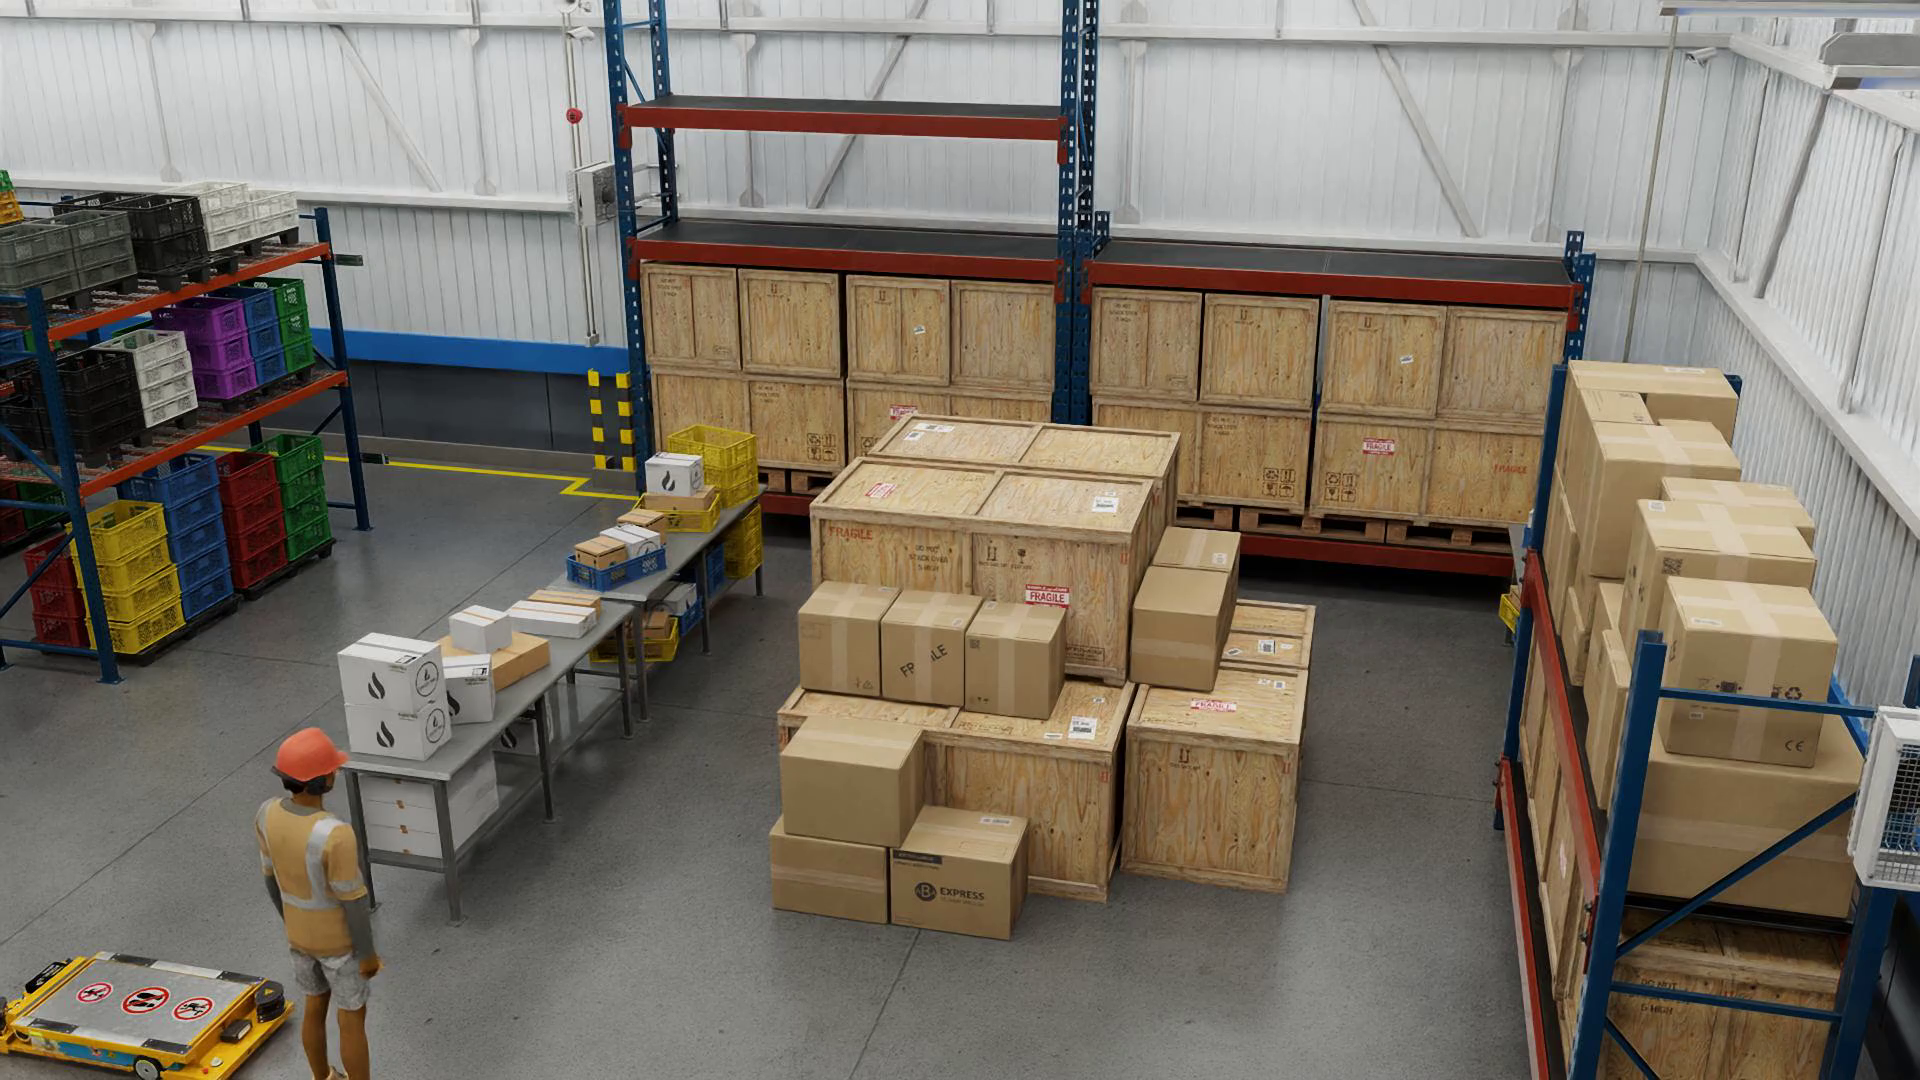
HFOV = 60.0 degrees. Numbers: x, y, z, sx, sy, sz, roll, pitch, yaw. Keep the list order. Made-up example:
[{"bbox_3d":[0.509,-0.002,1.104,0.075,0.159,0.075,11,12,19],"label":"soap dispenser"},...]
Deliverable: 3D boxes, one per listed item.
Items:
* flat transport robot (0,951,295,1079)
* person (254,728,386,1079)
[{"bbox_3d":[-4.270,2.464,8.601,1.431,0.231,0.659,5,22,13],"label":"flat transport robot"},{"bbox_3d":[-2.956,1.817,7.809,0.607,2.044,0.391,12,24,28],"label":"person"}]
